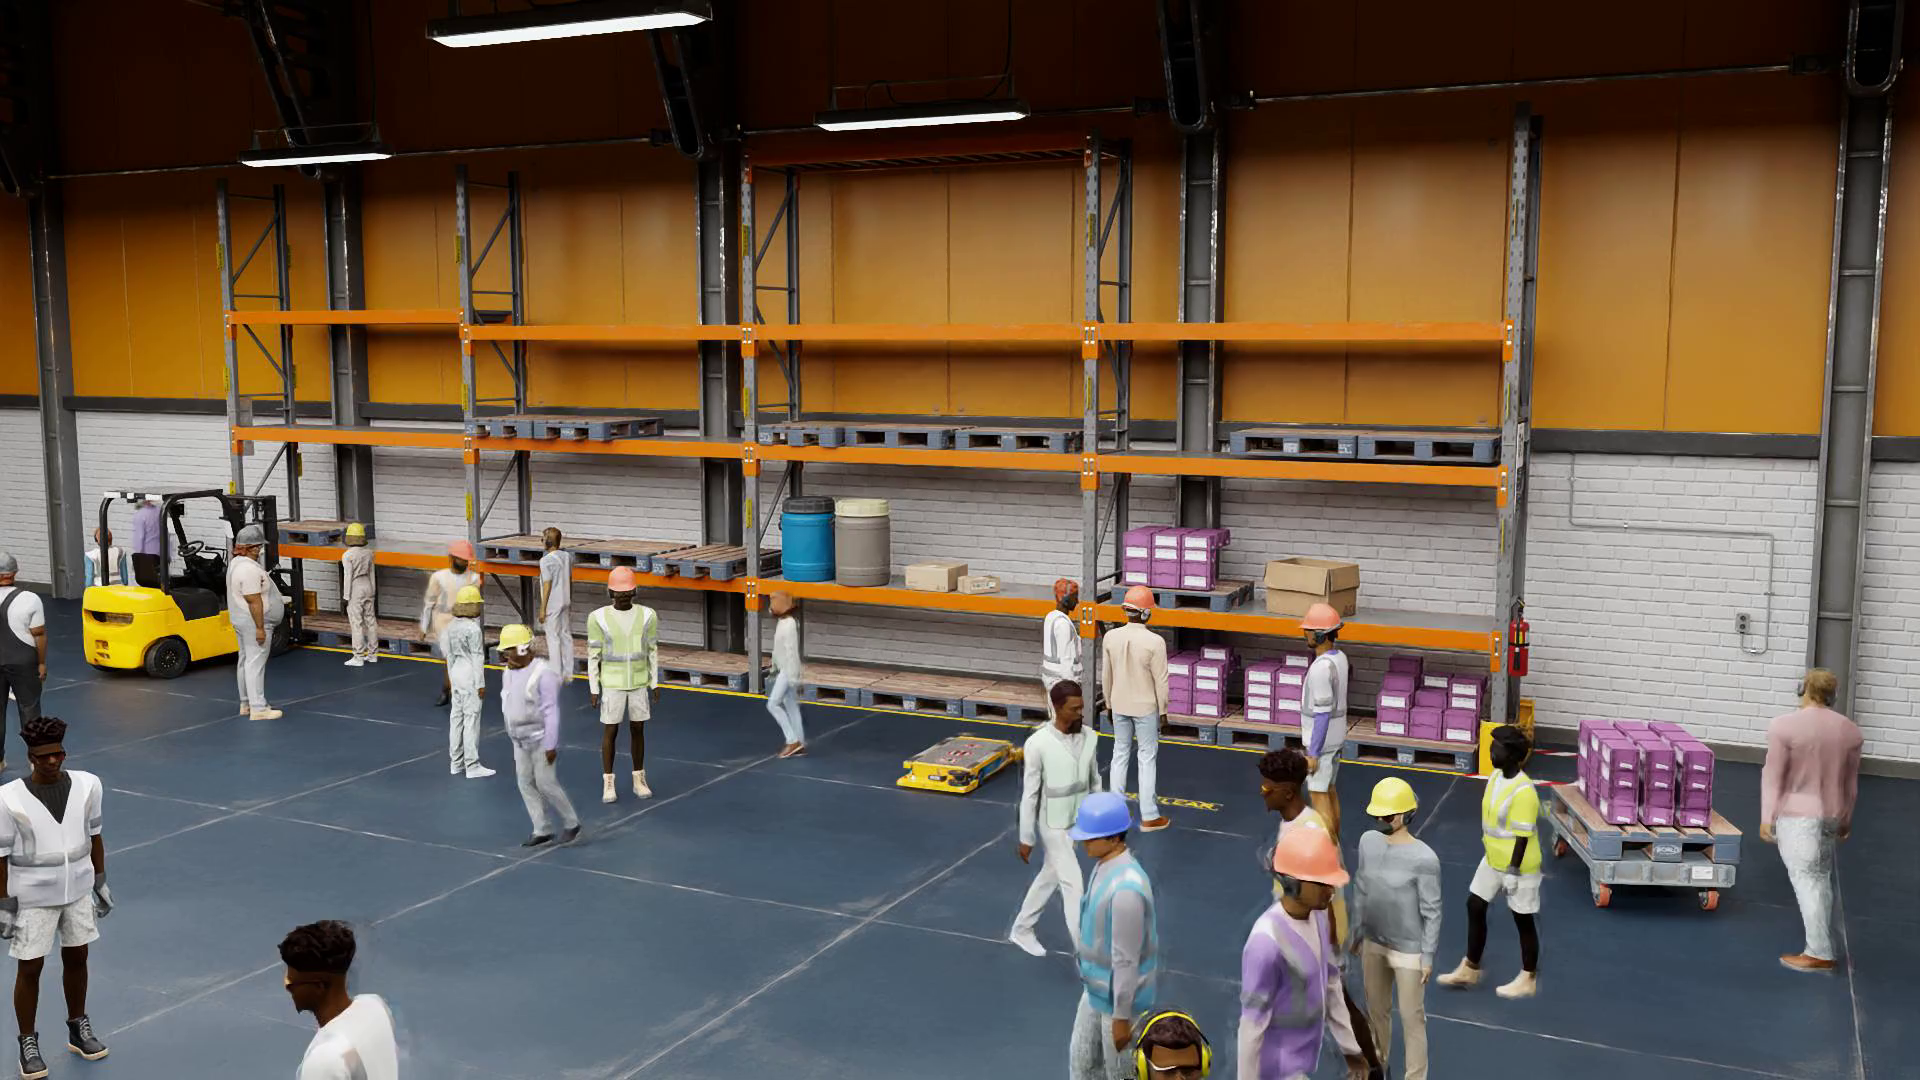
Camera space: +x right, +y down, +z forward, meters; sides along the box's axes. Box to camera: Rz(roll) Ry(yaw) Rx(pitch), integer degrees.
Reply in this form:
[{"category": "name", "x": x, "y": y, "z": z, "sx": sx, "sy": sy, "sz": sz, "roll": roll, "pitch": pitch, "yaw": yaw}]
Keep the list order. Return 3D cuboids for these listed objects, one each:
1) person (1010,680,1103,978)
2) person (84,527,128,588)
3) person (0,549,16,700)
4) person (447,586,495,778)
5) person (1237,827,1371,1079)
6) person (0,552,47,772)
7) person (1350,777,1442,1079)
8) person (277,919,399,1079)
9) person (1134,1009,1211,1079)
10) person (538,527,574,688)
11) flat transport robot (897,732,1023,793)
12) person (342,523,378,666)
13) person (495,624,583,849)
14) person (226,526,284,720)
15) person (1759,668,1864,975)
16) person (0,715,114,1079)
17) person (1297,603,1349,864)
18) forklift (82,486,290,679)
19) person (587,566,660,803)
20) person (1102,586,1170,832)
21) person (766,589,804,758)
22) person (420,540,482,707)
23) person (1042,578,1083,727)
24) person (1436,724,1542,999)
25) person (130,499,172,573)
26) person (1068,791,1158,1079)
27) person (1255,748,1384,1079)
[{"category": "person", "x": 0.644, "y": 1.790, "z": 10.495, "sx": 0.995, "sy": 1.873, "sz": 0.608, "roll": 7, "pitch": 10, "yaw": 44}, {"category": "person", "x": -10.641, "y": 0.657, "z": 20.761, "sx": 0.313, "sy": 1.642, "sz": 0.513, "roll": 6, "pitch": 9, "yaw": 42}, {"category": "person", "x": -10.529, "y": 0.911, "z": 18.160, "sx": 0.312, "sy": 1.768, "sz": 0.530, "roll": 3, "pitch": 8, "yaw": 24}, {"category": "person", "x": -4.475, "y": 1.284, "z": 15.175, "sx": 0.492, "sy": 1.740, "sz": 0.325, "roll": 6, "pitch": 9, "yaw": 42}, {"category": "person", "x": 1.463, "y": 2.165, "z": 6.931, "sx": 1.074, "sy": 1.977, "sz": 0.616, "roll": 4, "pitch": 8, "yaw": 27}, {"category": "person", "x": -8.764, "y": 1.117, "z": 15.330, "sx": 0.681, "sy": 2.000, "sz": 0.536, "roll": -2, "pitch": 7, "yaw": -15}, {"category": "person", "x": 2.207, "y": 2.077, "z": 8.530, "sx": 0.330, "sy": 1.765, "sz": 0.533, "roll": -5, "pitch": 8, "yaw": -34}, {"category": "person", "x": -2.313, "y": 2.301, "z": 6.006, "sx": 0.977, "sy": 1.919, "sz": 0.615, "roll": 1, "pitch": 7, "yaw": 4}, {"category": "person", "x": 0.685, "y": 2.410, "z": 5.370, "sx": 0.555, "sy": 1.859, "sz": 0.418, "roll": -1, "pitch": 7, "yaw": -7}, {"category": "person", "x": -4.631, "y": 0.765, "z": 19.037, "sx": 0.333, "sy": 1.843, "sz": 0.515, "roll": 3, "pitch": 8, "yaw": 25}, {"category": "flat transport robot", "x": 0.021, "y": 2.015, "z": 15.154, "sx": 0.652, "sy": 0.197, "sz": 1.431, "roll": 3, "pitch": 7, "yaw": 23}, {"category": "person", "x": -7.356, "y": 0.660, "z": 20.322, "sx": 0.299, "sy": 1.743, "sz": 0.493, "roll": 3, "pitch": 8, "yaw": 25}, {"category": "person", "x": -3.321, "y": 1.527, "z": 12.969, "sx": 0.594, "sy": 1.793, "sz": 0.530, "roll": 5, "pitch": 9, "yaw": 38}, {"category": "person", "x": -7.389, "y": 0.856, "z": 17.485, "sx": 0.539, "sy": 2.000, "sz": 0.688, "roll": -5, "pitch": 9, "yaw": -38}, {"category": "person", "x": 5.417, "y": 1.774, "z": 10.531, "sx": 0.666, "sy": 1.896, "sz": 0.523, "roll": -1, "pitch": 7, "yaw": -12}, {"category": "person", "x": -4.940, "y": 1.912, "z": 9.060, "sx": 0.362, "sy": 1.963, "sz": 0.614, "roll": 5, "pitch": 9, "yaw": 37}, {"category": "person", "x": 2.654, "y": 1.483, "z": 12.293, "sx": 0.375, "sy": 2.042, "sz": 0.615, "roll": 3, "pitch": 8, "yaw": 25}, {"category": "forklift", "x": -9.426, "y": 0.454, "z": 20.179, "sx": 1.214, "sy": 2.155, "sz": 2.313, "roll": 3, "pitch": 8, "yaw": 26}, {"category": "person", "x": -2.886, "y": 1.235, "z": 14.337, "sx": 0.615, "sy": 2.042, "sz": 0.376, "roll": -3, "pitch": 8, "yaw": -25}, {"category": "person", "x": 1.438, "y": 1.361, "z": 13.501, "sx": 0.608, "sy": 1.995, "sz": 0.377, "roll": 5, "pitch": 9, "yaw": 37}, {"category": "person", "x": -1.658, "y": 1.272, "z": 15.786, "sx": 0.390, "sy": 1.615, "sz": 0.497, "roll": -1, "pitch": 7, "yaw": -9}, {"category": "person", "x": -5.430, "y": 0.917, "z": 17.743, "sx": 0.594, "sy": 1.870, "sz": 0.965, "roll": -5, "pitch": 9, "yaw": -37}, {"category": "person", "x": 0.909, "y": 1.275, "z": 14.656, "sx": 0.356, "sy": 1.886, "sz": 0.574, "roll": -1, "pitch": 7, "yaw": -10}, {"category": "person", "x": 3.184, "y": 1.940, "z": 9.983, "sx": 0.683, "sy": 1.671, "sz": 0.552, "roll": -1, "pitch": 7, "yaw": -7}, {"category": "person", "x": -11.439, "y": 0.214, "z": 23.543, "sx": 0.451, "sy": 1.868, "sz": 0.777, "roll": 1, "pitch": 7, "yaw": 9}, {"category": "person", "x": 0.807, "y": 2.094, "z": 7.800, "sx": 0.824, "sy": 1.910, "sz": 0.622, "roll": -1, "pitch": 7, "yaw": -5}, {"category": "person", "x": 1.845, "y": 2.010, "z": 8.587, "sx": 0.856, "sy": 1.906, "sz": 0.625, "roll": 1, "pitch": 7, "yaw": 10}]
